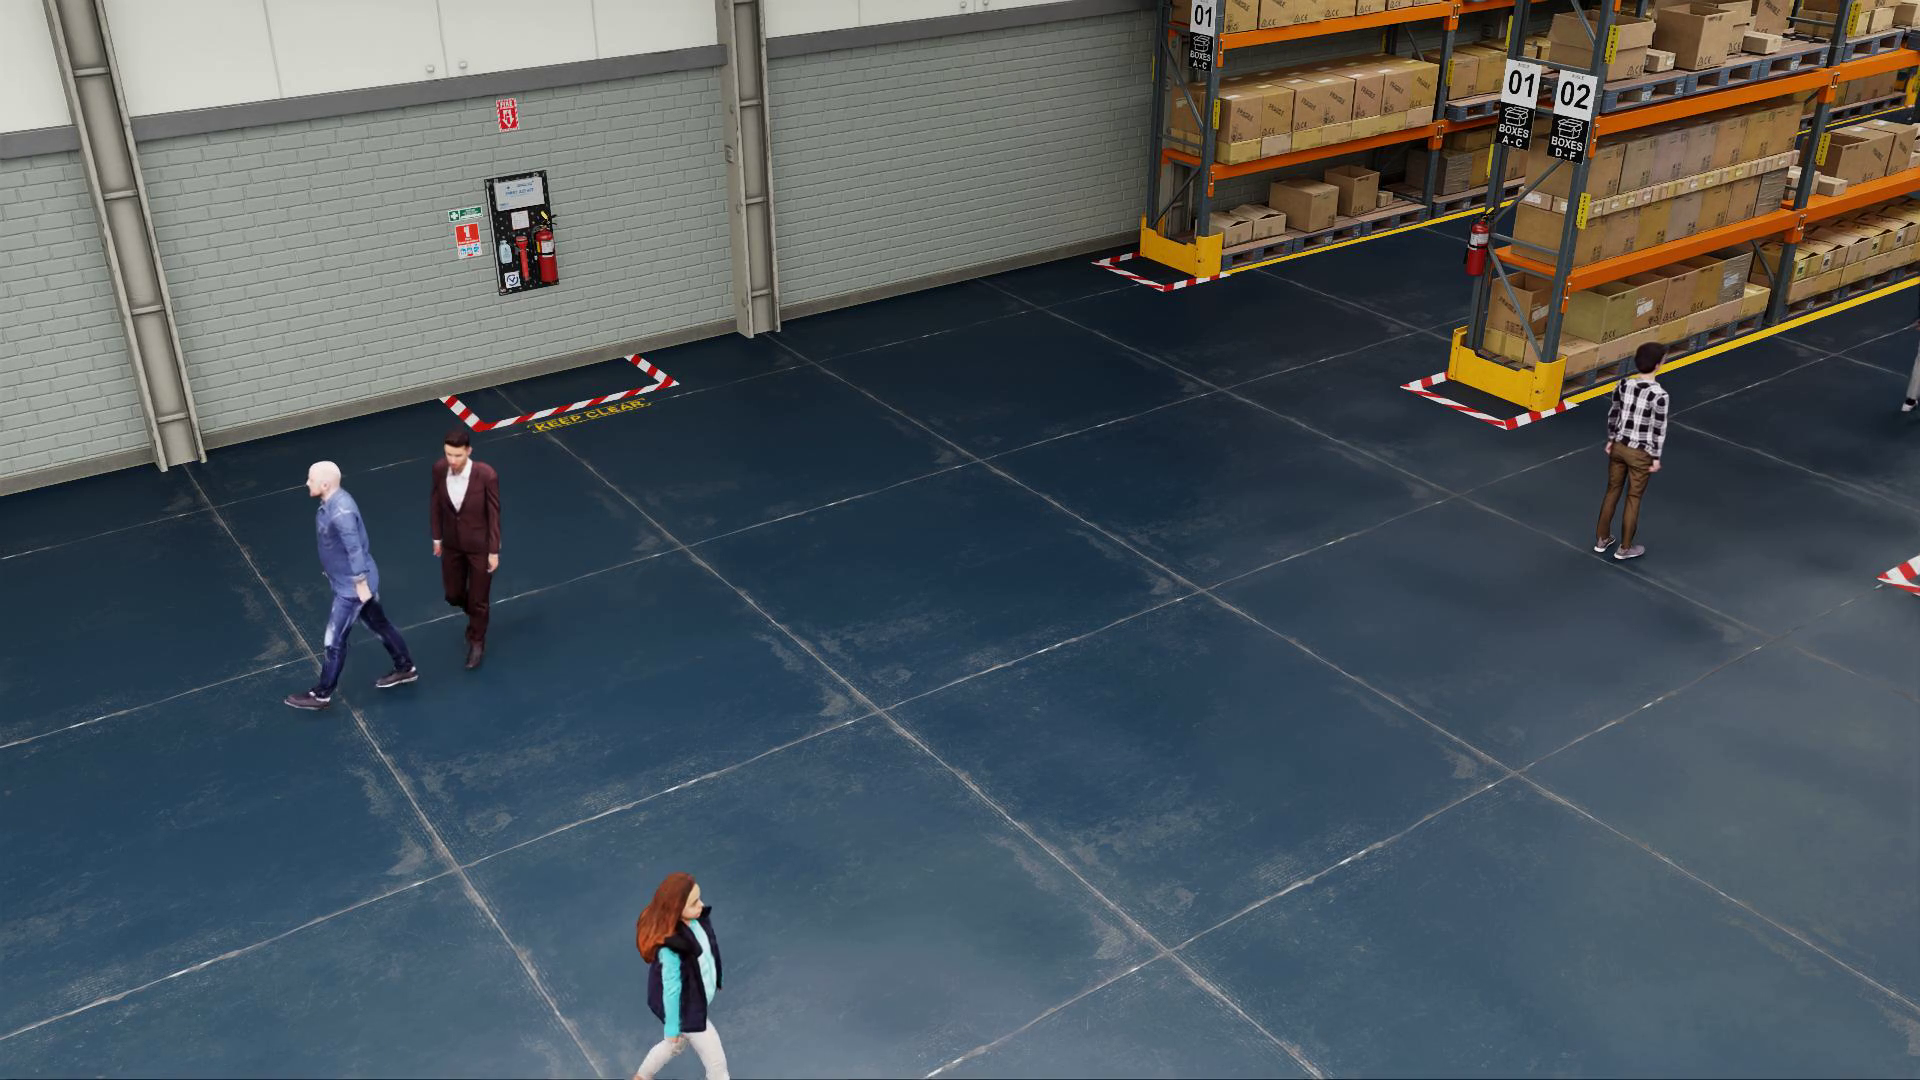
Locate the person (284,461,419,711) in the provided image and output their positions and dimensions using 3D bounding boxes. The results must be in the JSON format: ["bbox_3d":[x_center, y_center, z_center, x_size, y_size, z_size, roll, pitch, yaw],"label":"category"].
[{"bbox_3d":[-4.036,0.292,11.278,1.183,1.786,0.896,-11,29,-21],"label":"person"}]

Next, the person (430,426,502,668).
[{"bbox_3d":[-3.445,-0.007,11.798,0.936,1.842,0.995,6,28,11],"label":"person"}]

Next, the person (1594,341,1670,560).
[{"bbox_3d":[5.350,-0.718,13.213,0.536,1.809,0.631,-20,33,-33],"label":"person"}]

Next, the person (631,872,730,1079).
[{"bbox_3d":[-1.365,2.194,7.930,1.040,1.468,0.939,2,27,5],"label":"person"}]
